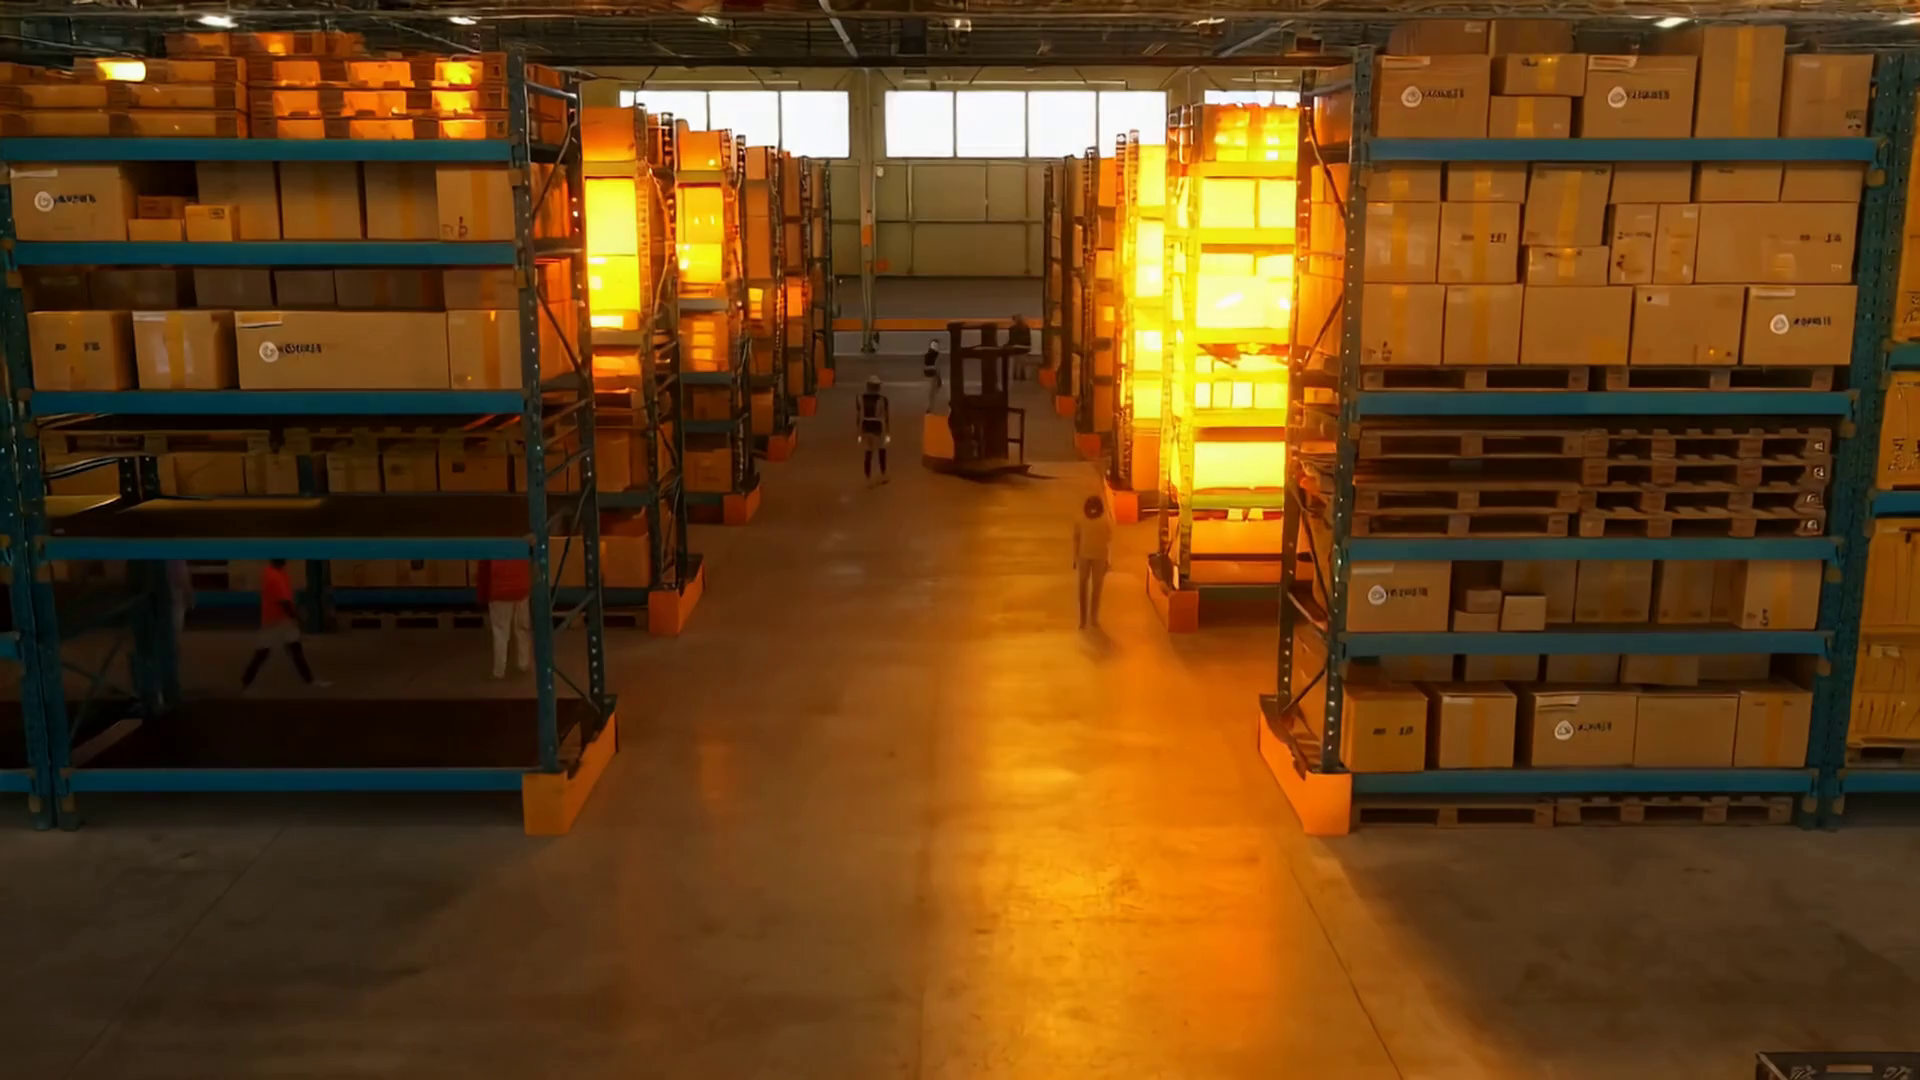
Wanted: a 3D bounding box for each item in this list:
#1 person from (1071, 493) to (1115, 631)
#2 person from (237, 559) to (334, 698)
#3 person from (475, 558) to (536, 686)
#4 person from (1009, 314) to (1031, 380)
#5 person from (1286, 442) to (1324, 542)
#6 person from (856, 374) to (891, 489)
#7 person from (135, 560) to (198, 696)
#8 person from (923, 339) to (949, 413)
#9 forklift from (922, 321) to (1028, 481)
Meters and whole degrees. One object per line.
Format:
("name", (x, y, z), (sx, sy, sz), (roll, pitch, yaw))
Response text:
("person", (1.566, 0.257, 19.573), (0.498, 1.603, 0.668), (0, 11, 0))
("person", (-6.907, 0.799, 16.799), (0.908, 1.649, 0.530), (-4, 12, -18))
("person", (-4.729, 0.602, 17.402), (0.679, 1.807, 0.434), (-9, 14, -37))
("person", (1.693, -5.476, 47.311), (0.664, 1.887, 0.467), (3, 12, 16))
("person", (5.103, -0.706, 24.354), (0.669, 1.620, 0.523), (0, 11, 1))
("person", (-1.501, -1.940, 29.482), (0.641, 2.005, 0.951), (3, 12, 14))
("person", (-8.024, 0.642, 16.985), (0.759, 1.888, 0.670), (3, 12, 13))
("person", (-0.519, -3.879, 39.582), (0.889, 1.804, 0.591), (-9, 14, -37))
("forklift", (0.232, -2.627, 30.718), (1.129, 2.768, 1.873), (-9, 14, -37))
